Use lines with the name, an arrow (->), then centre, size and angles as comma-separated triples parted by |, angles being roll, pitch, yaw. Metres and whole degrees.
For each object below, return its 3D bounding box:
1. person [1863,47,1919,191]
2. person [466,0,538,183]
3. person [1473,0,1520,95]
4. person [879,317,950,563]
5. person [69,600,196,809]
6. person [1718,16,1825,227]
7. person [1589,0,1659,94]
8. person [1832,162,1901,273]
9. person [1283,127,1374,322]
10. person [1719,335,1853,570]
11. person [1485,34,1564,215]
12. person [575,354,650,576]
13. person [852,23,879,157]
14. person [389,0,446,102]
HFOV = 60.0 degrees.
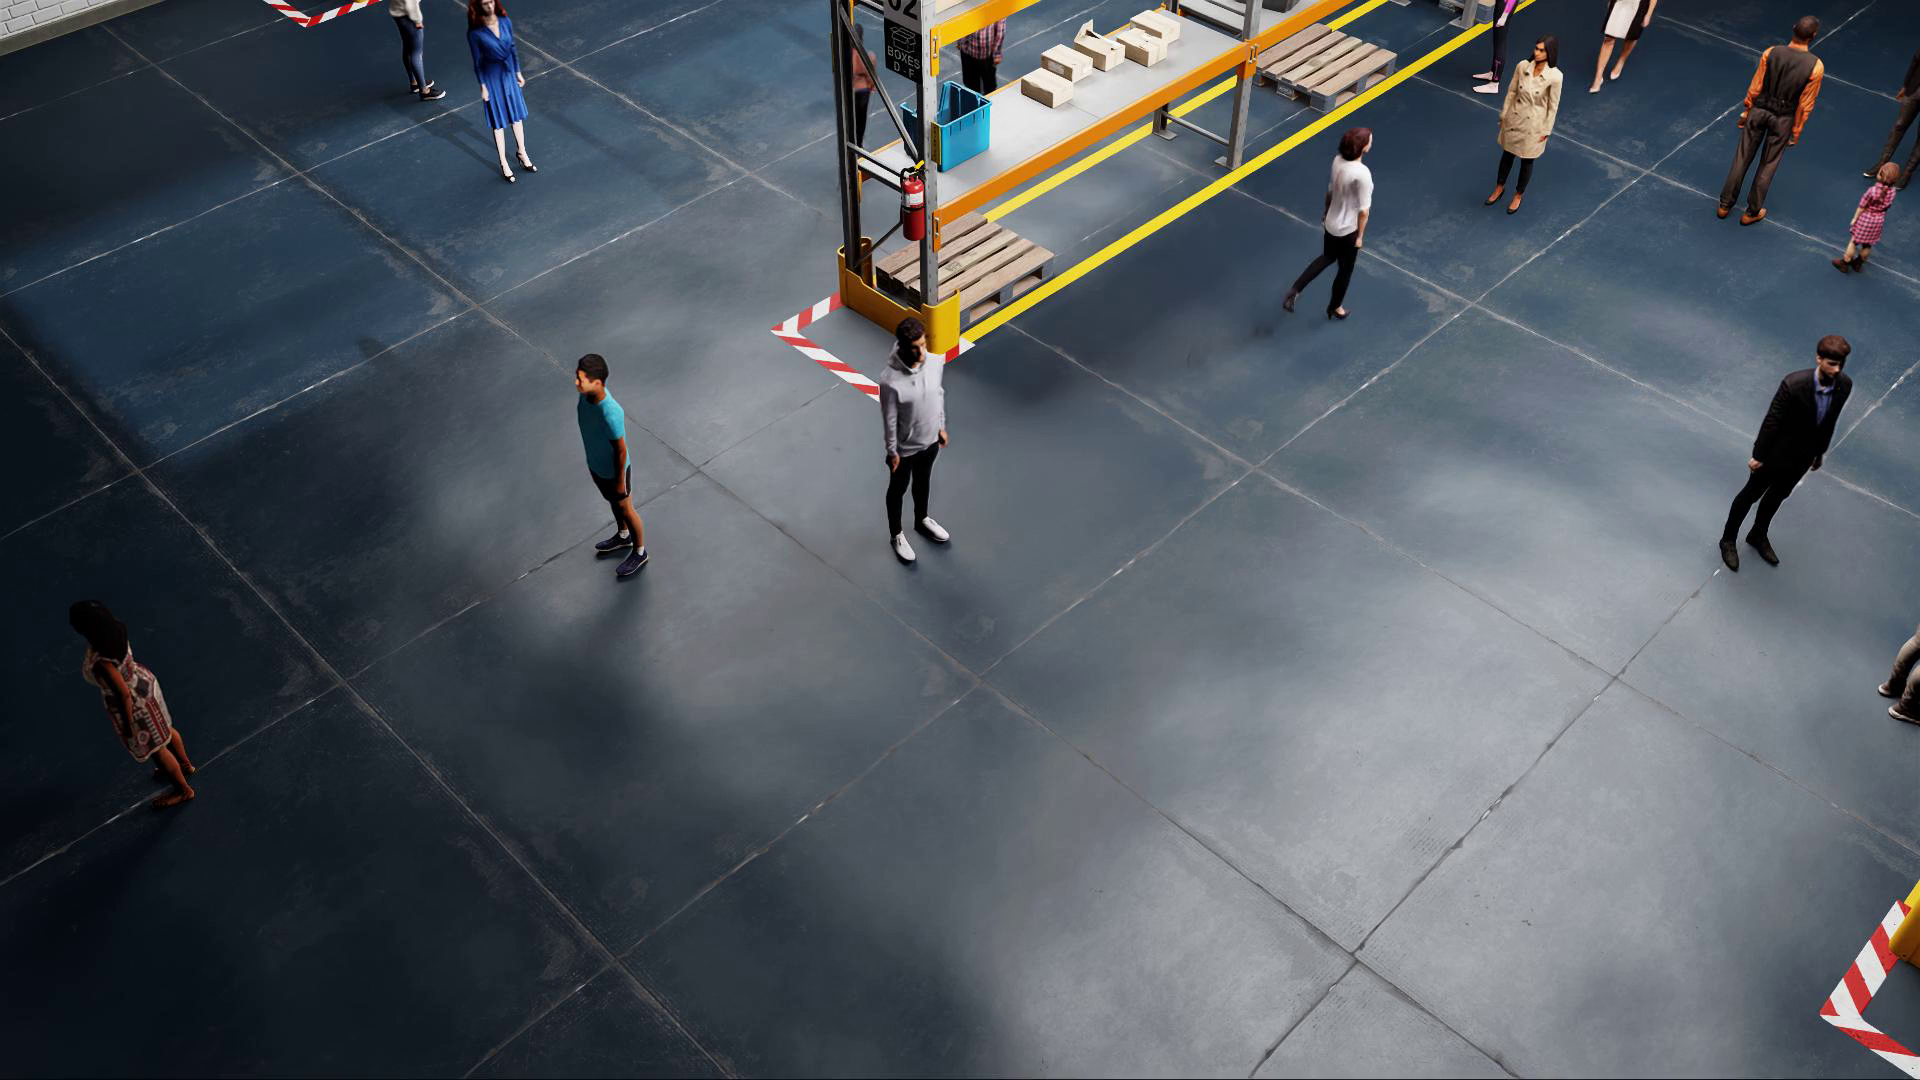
person -> 8.715, -4.022, 14.935 | 0.592, 1.800, 0.675 | -29, 51, -27
person -> -4.154, -4.129, 15.026 | 0.662, 1.829, 0.493 | 33, 53, 30
person -> 5.324, -5.222, 16.230 | 0.707, 1.750, 0.612 | 11, 45, 12
person -> -0.337, -0.719, 11.372 | 0.546, 1.931, 0.741 | -32, 52, -29
person -> -4.883, 0.947, 9.831 | 0.708, 1.645, 0.725 | -11, 45, -11
person -> 7.054, -3.650, 14.466 | 0.729, 1.908, 0.645 | 28, 50, 26
person -> 6.607, -5.263, 16.302 | 0.747, 1.709, 1.062 | 26, 50, 25
person -> 7.746, -2.748, 14.162 | 0.491, 1.020, 0.555 | -3, 44, -3
person -> 2.980, -2.462, 13.309 | 0.985, 1.783, 0.790 | -19, 47, -18
person -> 5.628, -0.626, 11.302 | 0.755, 1.893, 0.850 | -6, 44, -7
person -> 4.989, -3.664, 14.646 | 0.645, 1.681, 0.500 | 35, 53, 31
person -> -2.375, -0.528, 11.285 | 0.566, 1.776, 0.652 | -26, 49, -25
person -> -0.967, -4.174, 15.508 | 0.792, 1.230, 0.901 | 6, 44, 6
person -> -5.376, -5.120, 16.166 | 0.617, 1.691, 0.664 | -25, 49, -24
